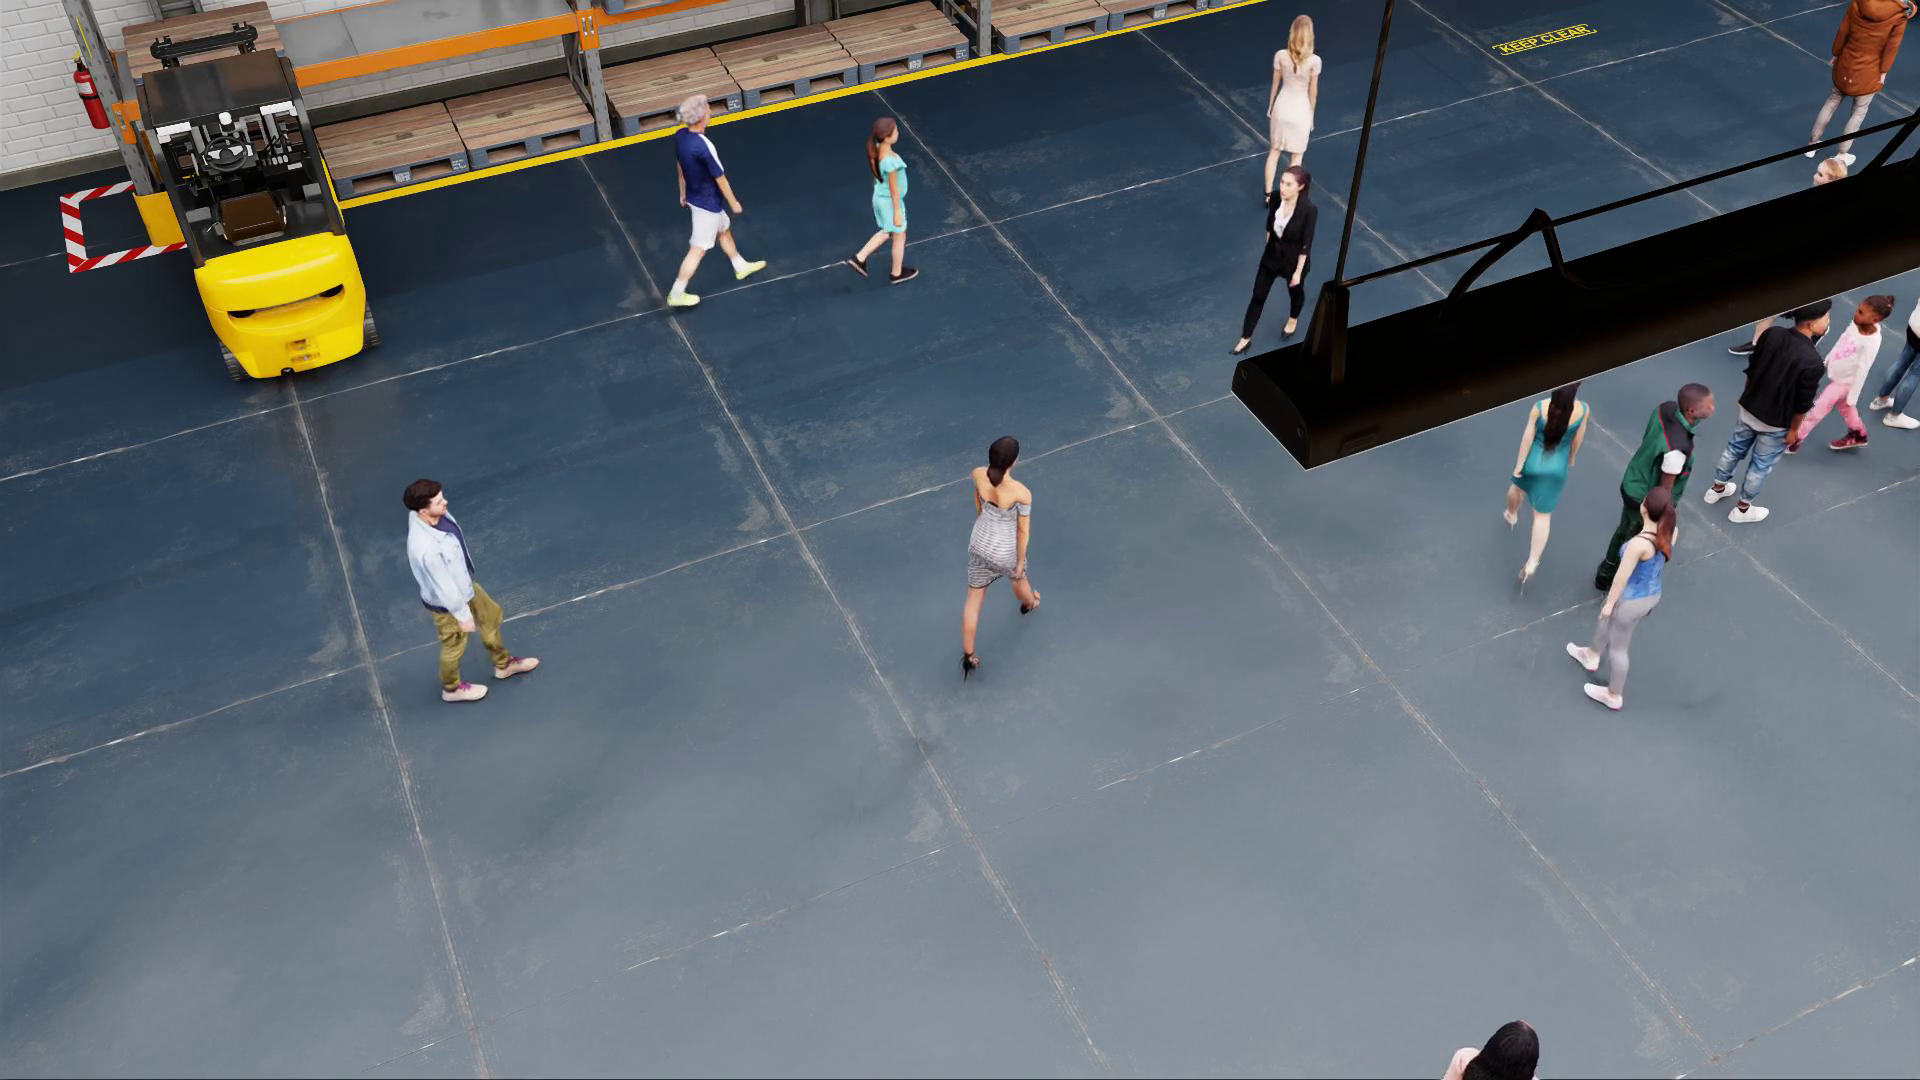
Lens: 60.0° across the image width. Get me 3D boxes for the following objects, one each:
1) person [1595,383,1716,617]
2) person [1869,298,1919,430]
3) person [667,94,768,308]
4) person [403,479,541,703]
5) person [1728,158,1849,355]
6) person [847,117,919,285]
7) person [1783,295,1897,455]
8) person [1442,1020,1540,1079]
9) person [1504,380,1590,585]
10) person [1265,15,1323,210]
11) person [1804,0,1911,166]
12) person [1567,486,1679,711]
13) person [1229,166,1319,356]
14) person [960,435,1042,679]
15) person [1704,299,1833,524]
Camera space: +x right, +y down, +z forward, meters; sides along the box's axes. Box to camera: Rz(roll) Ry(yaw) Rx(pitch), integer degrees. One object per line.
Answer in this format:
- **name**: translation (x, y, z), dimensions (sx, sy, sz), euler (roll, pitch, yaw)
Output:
- **person**: translation (4.487, -0.297, 10.812), dimensions (0.836, 1.838, 0.813), euler (4, 44, 4)
- **person**: translation (7.184, -1.563, 12.287), dimensions (0.671, 1.636, 0.693), euler (-3, 44, -3)
- **person**: translation (-2.114, -2.645, 13.344), dimensions (1.238, 1.744, 0.755), euler (-25, 49, -24)
- **person**: translation (-3.207, 0.340, 10.177), dimensions (0.951, 1.792, 0.829), euler (-7, 44, -7)
- **person**: translation (6.528, -2.111, 12.767), dimensions (1.031, 1.768, 0.851), euler (0, 44, 0)
- **person**: translation (-0.638, -2.735, 13.583), dimensions (0.816, 1.546, 0.539), euler (-17, 46, -17)
- **person**: translation (6.481, -1.177, 12.037), dimensions (1.073, 1.422, 0.911), euler (6, 44, 6)
- **person**: translation (2.349, 2.814, 7.658), dimensions (0.986, 1.684, 1.176), euler (25, 49, 24)
- **person**: translation (3.905, -0.430, 11.090), dimensions (1.047, 1.646, 1.032), euler (9, 44, 9)
- **person**: translation (2.846, -3.639, 14.327), dimensions (0.657, 1.828, 0.677), euler (22, 48, 21)
- **person**: translation (8.101, -4.254, 14.967), dimensions (0.766, 1.836, 0.772), euler (-28, 50, -26)
- **person**: translation (4.213, 0.371, 10.297), dimensions (0.747, 1.580, 0.712), euler (-30, 51, -27)
- **person**: translation (2.599, -2.205, 12.973), dimensions (0.890, 1.620, 1.137), euler (31, 52, 28)
- **person**: translation (0.165, 0.141, 10.395), dimensions (1.014, 1.780, 1.167), euler (21, 47, 21)
- **person**: translation (5.577, -0.907, 11.473), dimensions (0.590, 1.809, 0.688), euler (-16, 46, -17)
